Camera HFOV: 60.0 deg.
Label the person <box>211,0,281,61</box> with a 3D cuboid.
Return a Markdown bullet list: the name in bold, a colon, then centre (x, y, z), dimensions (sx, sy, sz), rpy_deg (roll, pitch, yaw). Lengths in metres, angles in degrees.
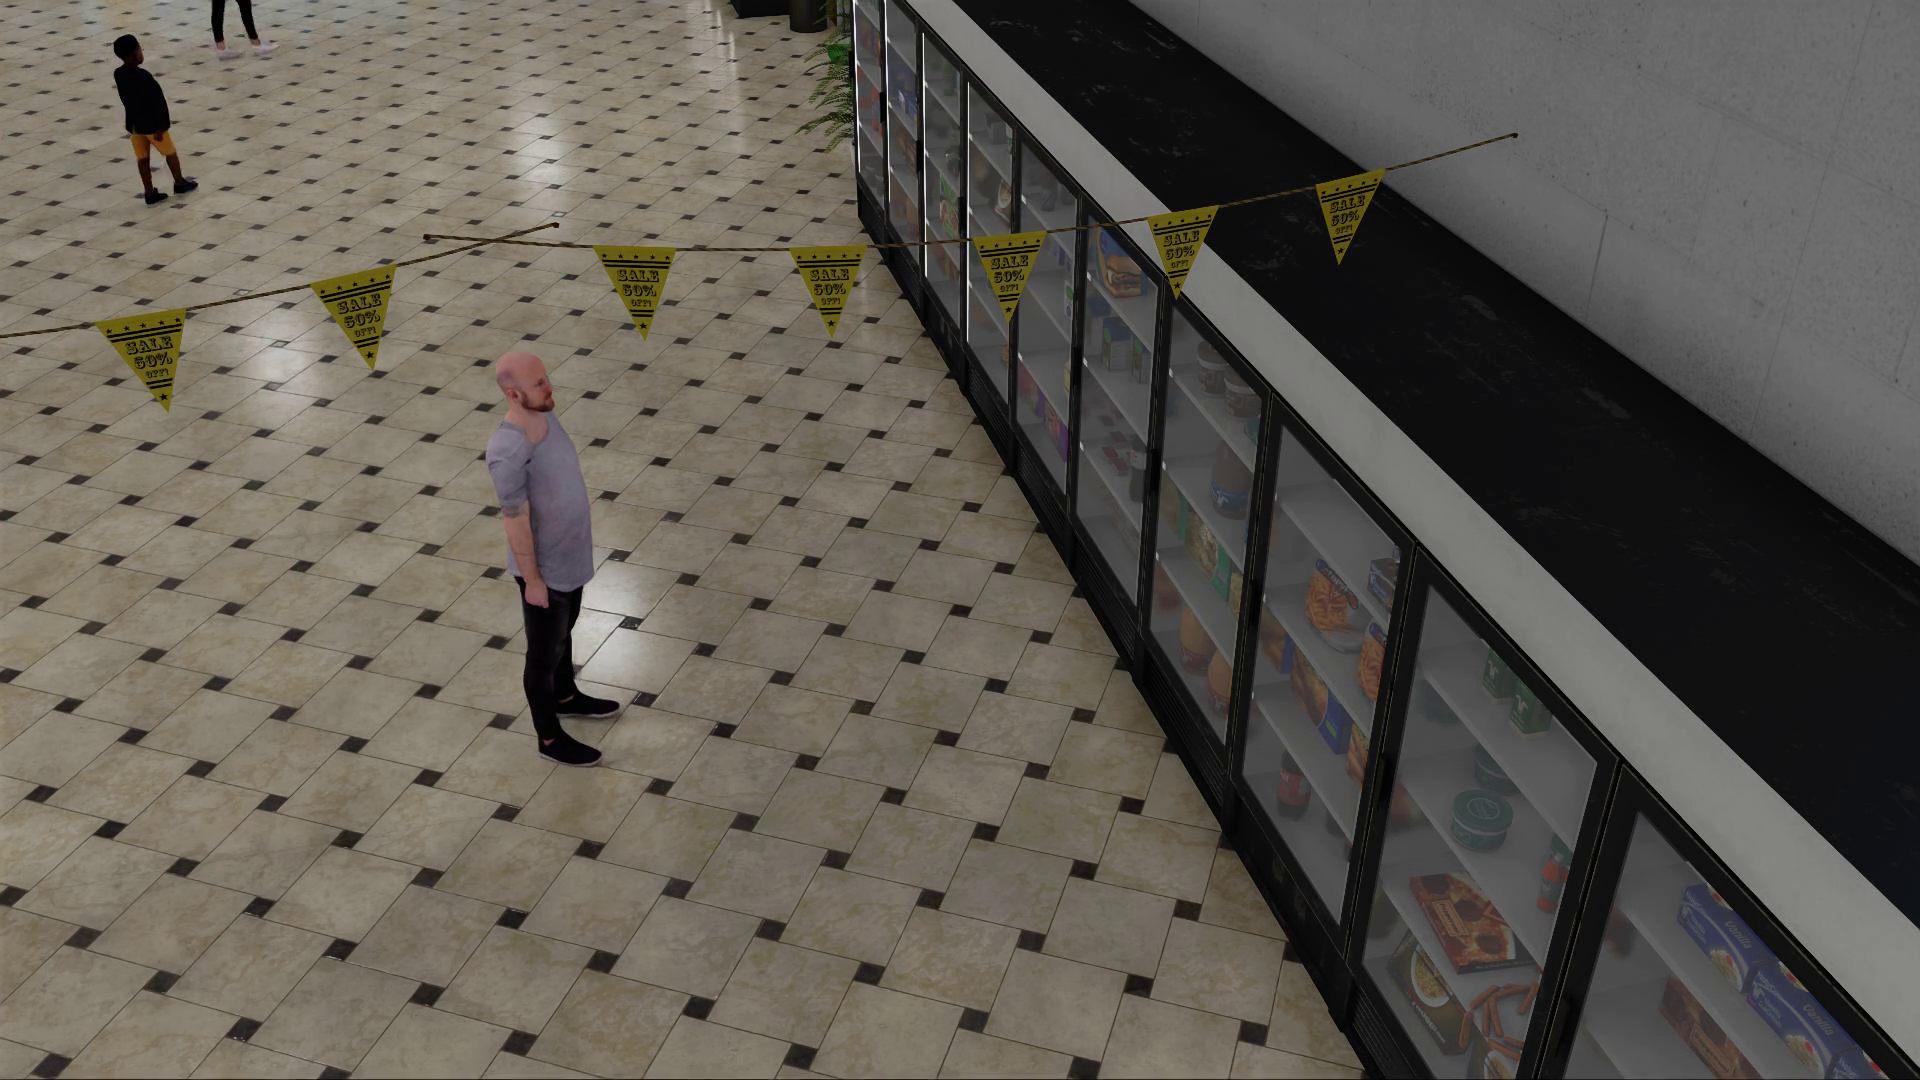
- **person**: centre (-7.096, -5.389, 15.711), dimensions (0.901, 1.689, 0.780), rpy_deg (-20, 37, -29)

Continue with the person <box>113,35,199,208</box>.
- **person**: centre (-6.165, -3.126, 12.484), dimensions (0.704, 1.256, 0.728), rpy_deg (6, 32, 10)

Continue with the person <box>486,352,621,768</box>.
- **person**: centre (-1.690, 0.058, 6.817), dimensions (0.700, 1.837, 0.743), rpy_deg (2, 32, 3)
